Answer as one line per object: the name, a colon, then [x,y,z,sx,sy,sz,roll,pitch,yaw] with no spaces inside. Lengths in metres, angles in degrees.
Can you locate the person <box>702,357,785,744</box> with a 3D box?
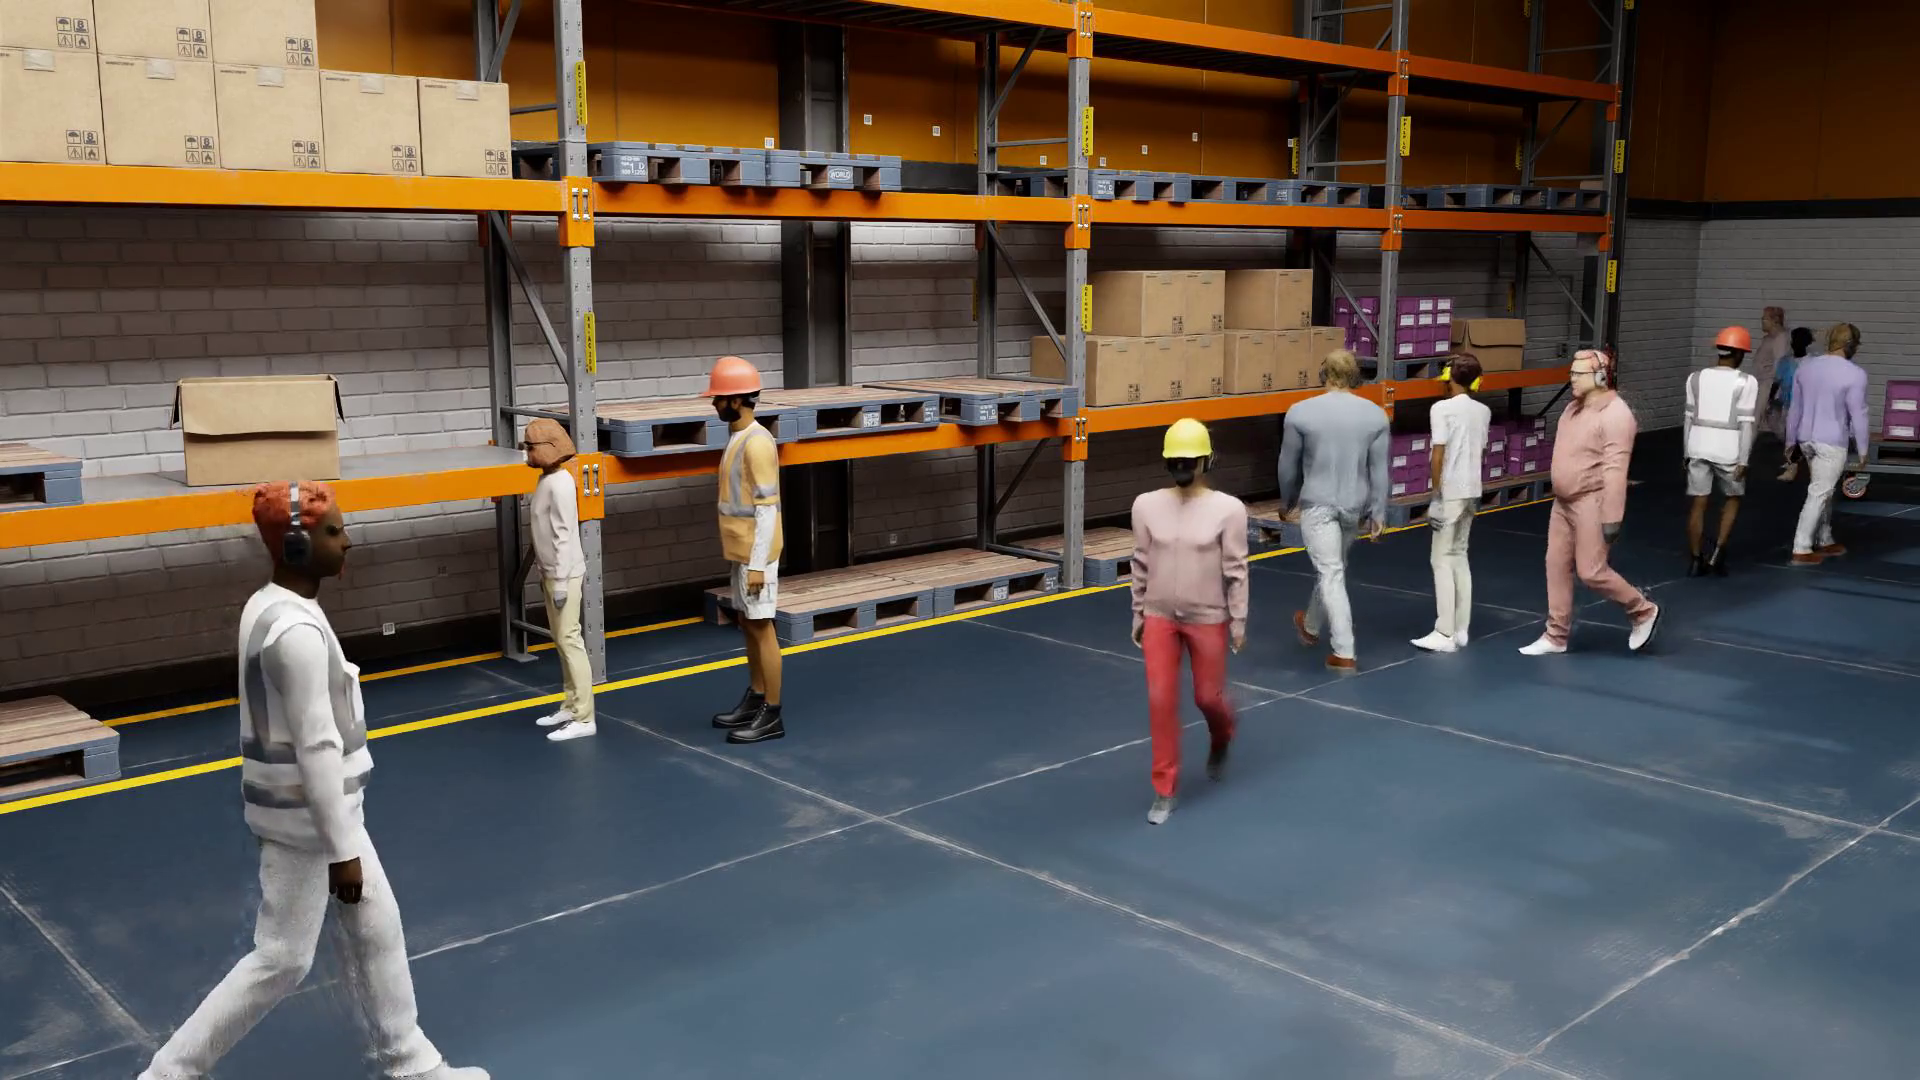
person: [-1.078,0.054,8.336,0.376,1.934,0.547,-3,10,-18]

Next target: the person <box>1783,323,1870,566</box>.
person: [6.915,-0.745,13.091,0.824,1.907,0.645,-3,10,-18]

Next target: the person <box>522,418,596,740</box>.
person: [-2.047,0.191,8.439,0.283,1.626,0.492,-4,11,-23]

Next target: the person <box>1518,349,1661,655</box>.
person: [3.838,-0.211,10.046,0.740,1.885,0.650,-2,10,-10]

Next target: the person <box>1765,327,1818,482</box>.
person: [8.941,-1.438,17.798,0.522,1.671,0.614,-5,11,-27]

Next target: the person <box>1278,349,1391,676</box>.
person: [2.206,-0.193,9.936,0.618,1.871,1.031,-2,10,-9]

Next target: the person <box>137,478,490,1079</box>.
person: [-1.838,0.753,4.528,0.936,1.854,0.581,-4,10,-22]

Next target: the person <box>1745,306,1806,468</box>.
person: [9.278,-1.740,19.031,0.928,1.871,0.645,5,11,25]

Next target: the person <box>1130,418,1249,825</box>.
person: [1.017,0.322,7.326,0.528,1.746,0.713,4,10,21]

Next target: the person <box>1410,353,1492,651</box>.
person: [3.040,-0.235,10.347,0.698,1.828,0.414,-7,12,-35]

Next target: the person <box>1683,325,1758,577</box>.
person: [5.719,-0.659,12.584,0.570,1.914,0.479,9,13,42]
